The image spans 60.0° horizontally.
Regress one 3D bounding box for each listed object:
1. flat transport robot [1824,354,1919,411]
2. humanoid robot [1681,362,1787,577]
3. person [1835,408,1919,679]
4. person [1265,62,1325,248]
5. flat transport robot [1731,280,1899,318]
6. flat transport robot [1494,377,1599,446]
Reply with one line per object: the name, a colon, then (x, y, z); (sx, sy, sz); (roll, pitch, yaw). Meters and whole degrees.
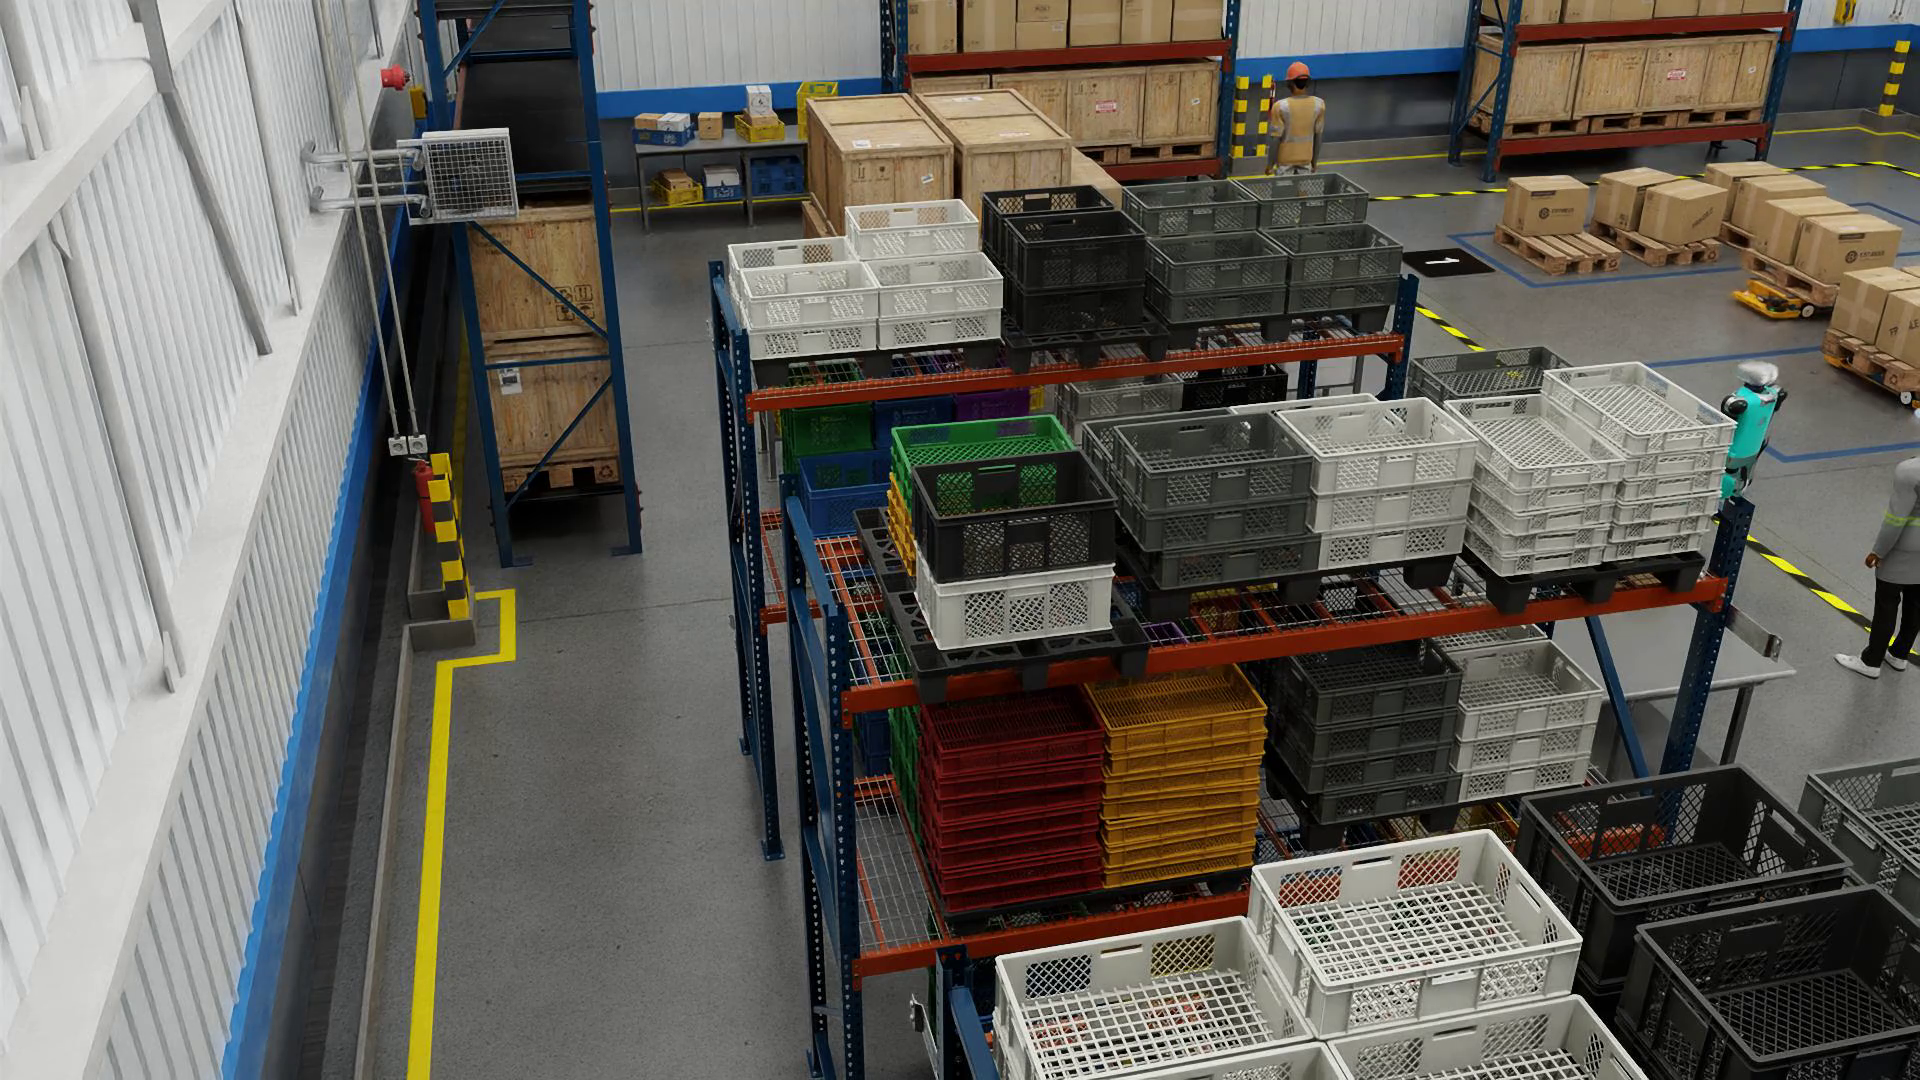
flat transport robot: (8.473, -1.467, 14.800); (0.652, 0.197, 1.431); (-6, 28, -12)
humanoid robot: (5.020, -0.482, 11.240); (0.533, 1.679, 0.735); (-15, 31, -26)
person: (5.903, 0.005, 10.338); (0.588, 1.852, 0.375); (-10, 29, -18)
person: (3.592, -4.128, 17.983); (0.604, 2.039, 0.383); (-6, 28, -12)
flat transport robot: (8.602, -2.479, 16.721); (1.431, 0.197, 0.652); (-6, 28, -12)
flat transport robot: (4.780, -1.036, 14.013); (0.659, 0.231, 1.431); (-6, 28, -12)
